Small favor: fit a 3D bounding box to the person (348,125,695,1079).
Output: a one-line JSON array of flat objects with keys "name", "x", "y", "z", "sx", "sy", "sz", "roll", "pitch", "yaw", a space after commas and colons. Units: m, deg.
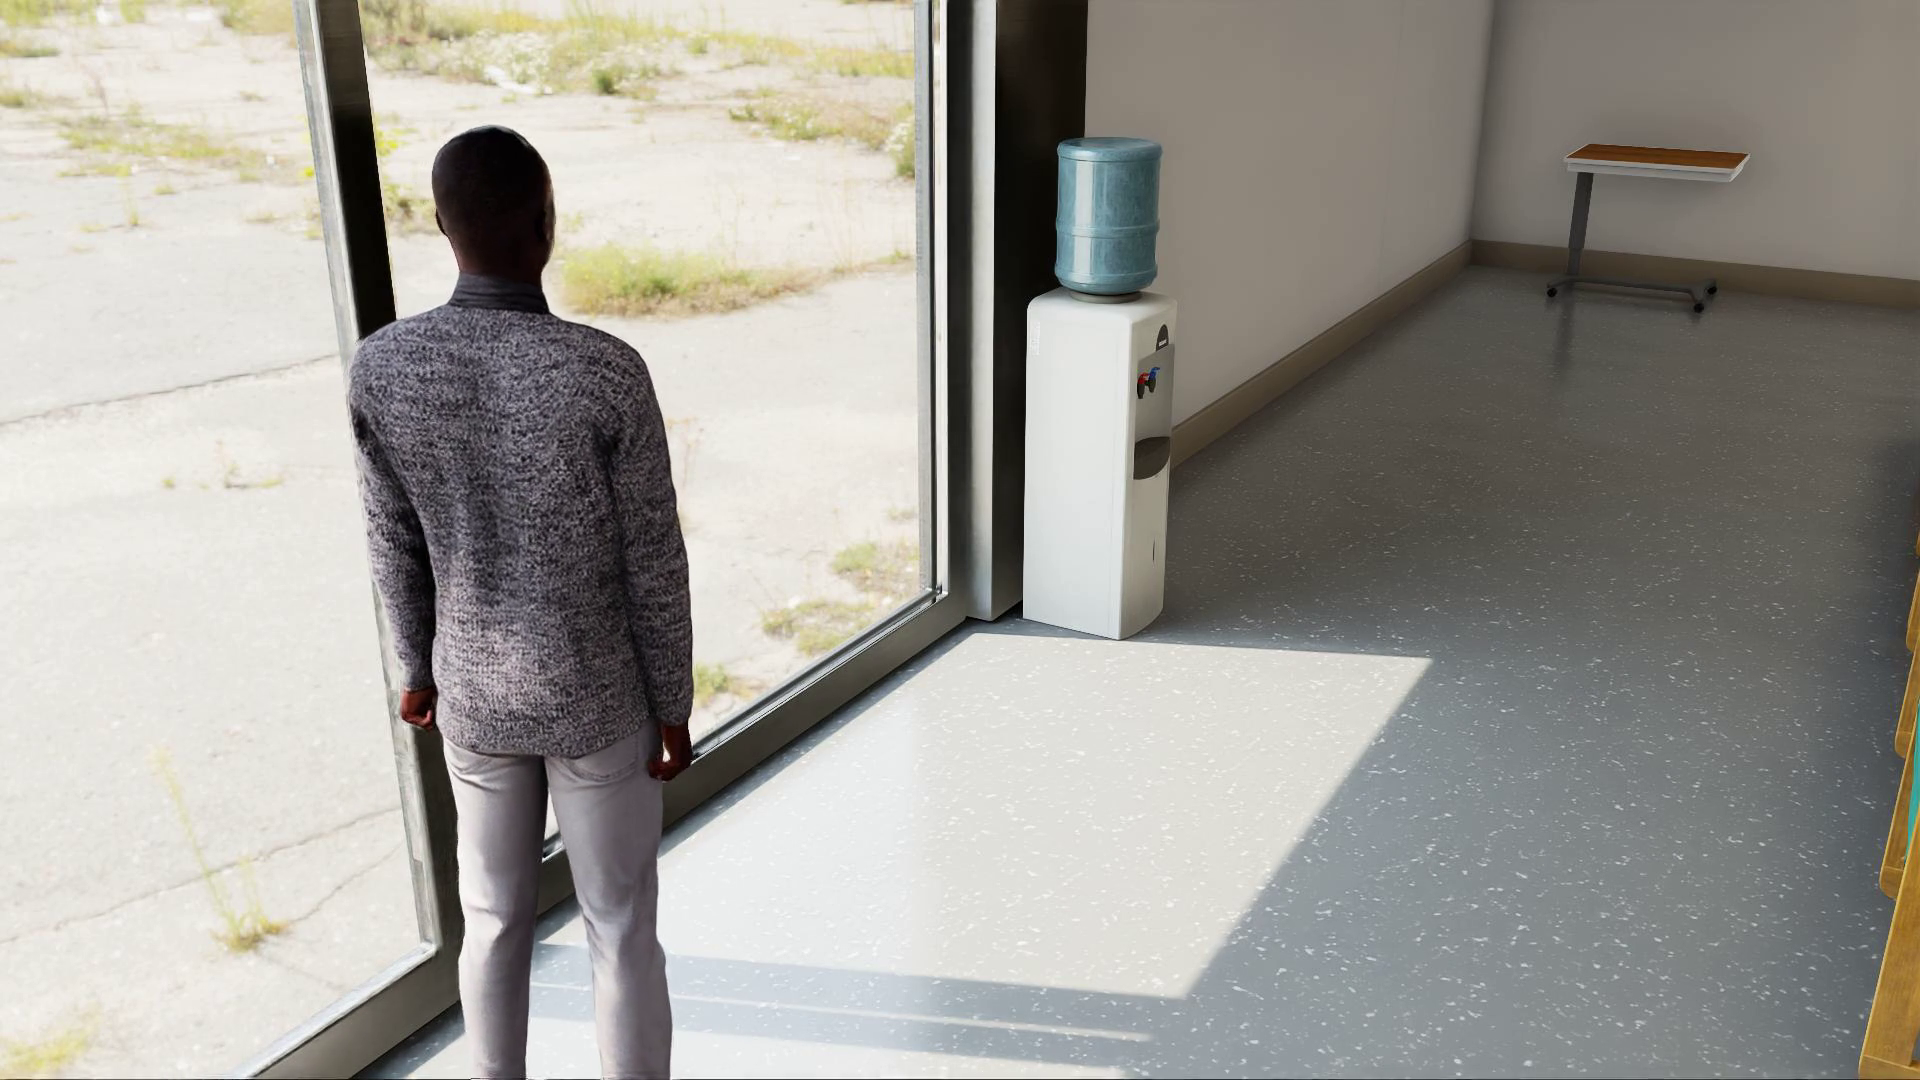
[{"name": "person", "x": -0.685, "y": 0.269, "z": 2.692, "sx": 0.633, "sy": 1.834, "sz": 0.820, "roll": 3, "pitch": 21, "yaw": 7}]
